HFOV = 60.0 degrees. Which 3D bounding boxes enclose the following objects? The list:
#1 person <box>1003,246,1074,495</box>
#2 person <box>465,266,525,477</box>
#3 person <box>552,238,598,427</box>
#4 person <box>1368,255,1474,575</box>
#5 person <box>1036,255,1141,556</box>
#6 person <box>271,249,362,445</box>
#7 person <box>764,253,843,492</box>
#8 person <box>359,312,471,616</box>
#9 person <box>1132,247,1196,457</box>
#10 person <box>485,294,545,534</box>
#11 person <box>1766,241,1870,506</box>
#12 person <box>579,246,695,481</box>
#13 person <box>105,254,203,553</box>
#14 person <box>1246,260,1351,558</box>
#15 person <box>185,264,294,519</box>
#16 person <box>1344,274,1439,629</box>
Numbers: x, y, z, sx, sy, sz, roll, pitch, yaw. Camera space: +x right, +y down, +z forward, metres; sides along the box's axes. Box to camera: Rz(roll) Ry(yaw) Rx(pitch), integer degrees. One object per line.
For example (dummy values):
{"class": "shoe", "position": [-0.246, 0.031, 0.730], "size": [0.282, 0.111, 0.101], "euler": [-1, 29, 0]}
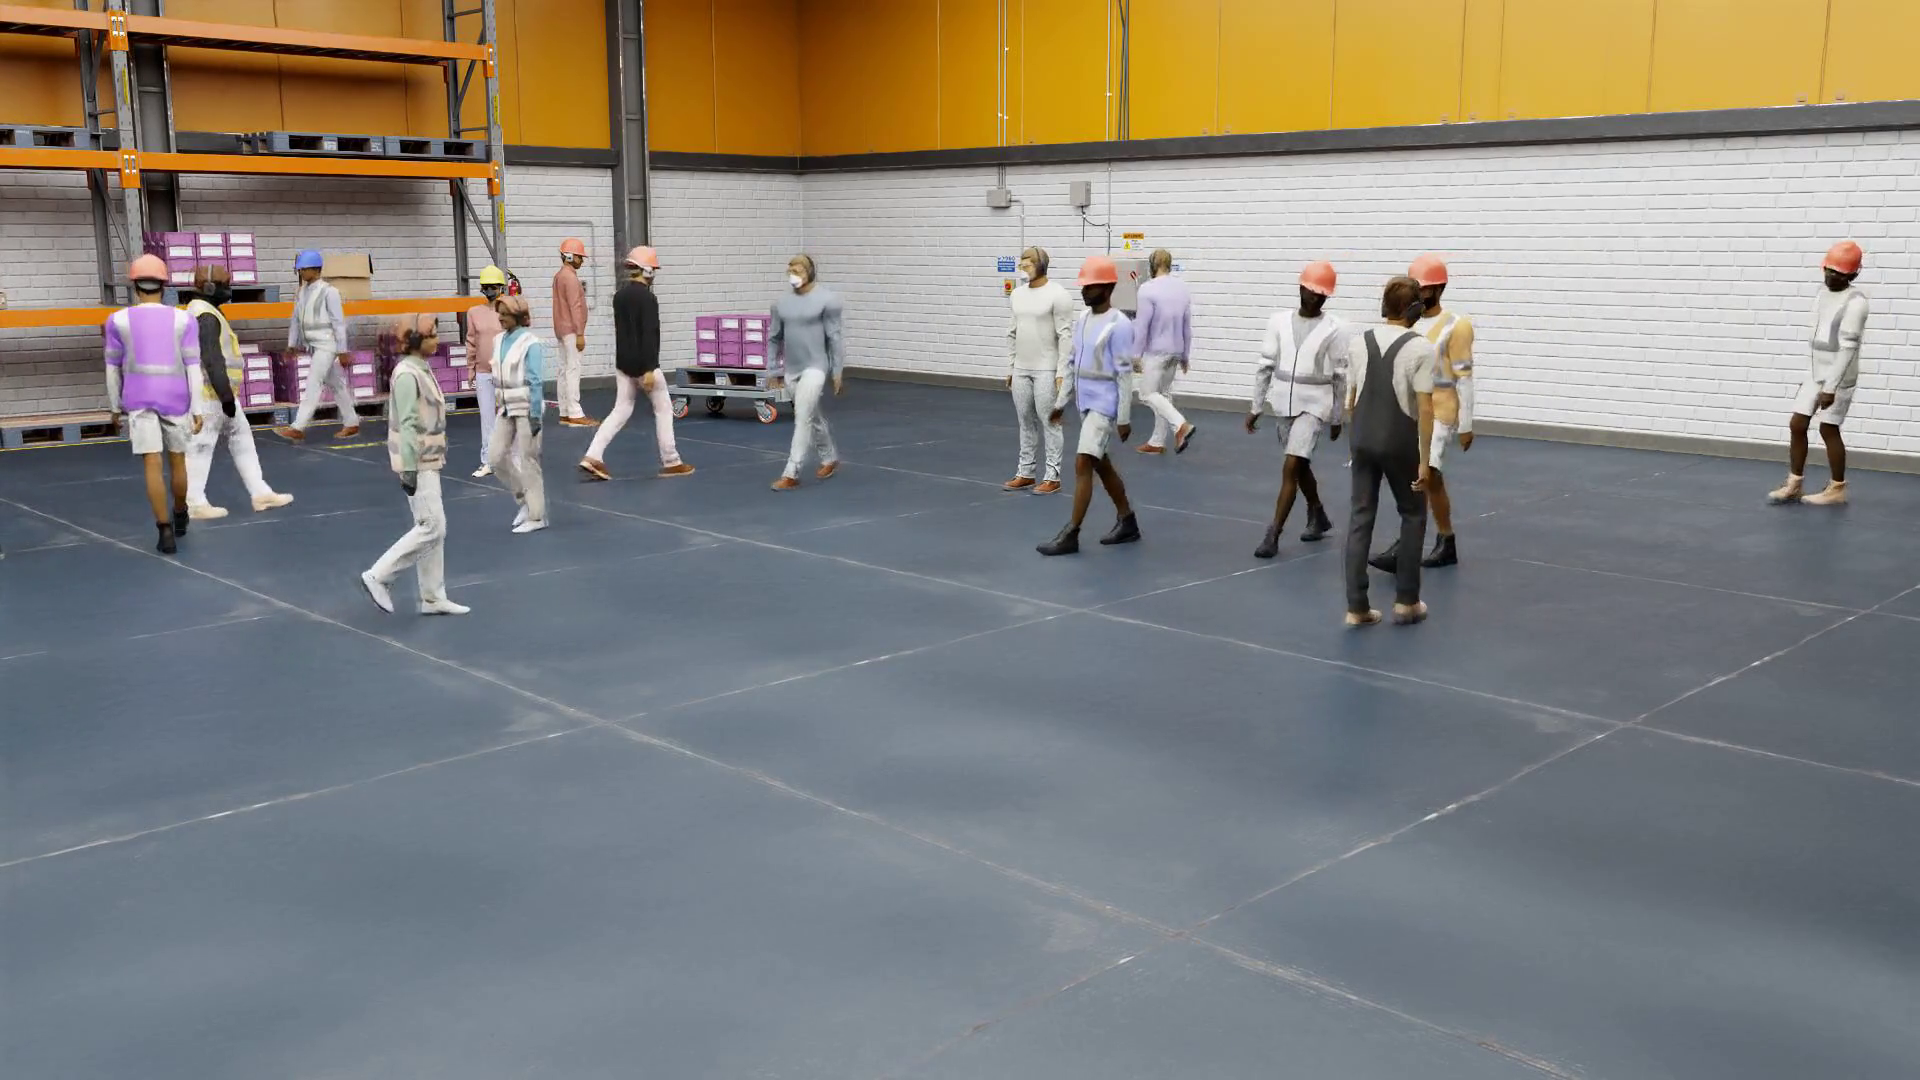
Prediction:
{"class": "person", "position": [0.603, -1.321, 13.031], "size": [0.354, 1.936, 0.636], "euler": [-10, 14, -44]}
{"class": "person", "position": [-3.885, -1.403, 13.933], "size": [0.530, 1.772, 0.303], "euler": [1, 10, 7]}
{"class": "person", "position": [-4.115, -2.198, 17.678], "size": [0.391, 1.986, 0.608], "euler": [-6, 12, -30]}
{"class": "person", "position": [2.717, -0.737, 9.946], "size": [0.926, 1.893, 0.561], "euler": [-5, 12, -27]}
{"class": "person", "position": [0.865, -0.869, 10.678], "size": [0.768, 1.915, 0.550], "euler": [-5, 11, -24]}
{"class": "person", "position": [-6.323, -1.885, 16.251], "size": [0.603, 1.878, 1.036], "euler": [9, 14, 40]}
{"class": "person", "position": [-1.249, -1.374, 13.486], "size": [0.642, 1.893, 1.042], "euler": [6, 12, 29]}
{"class": "person", "position": [-2.880, -0.382, 8.738], "size": [0.456, 1.624, 0.533], "euler": [-2, 11, -9]}
{"class": "person", "position": [1.886, -1.681, 15.054], "size": [0.633, 1.916, 0.655], "euler": [-10, 14, -43]}
{"class": "person", "position": [-3.004, -0.846, 11.280], "size": [0.534, 1.622, 0.372], "euler": [9, 14, 40]}
{"class": "person", "position": [6.372, -1.202, 12.268], "size": [0.672, 1.977, 0.702], "euler": [-1, 10, -6]}
{"class": "person", "position": [-2.719, -1.455, 13.762], "size": [0.996, 1.950, 0.621], "euler": [-10, 14, -43]}
{"class": "person", "position": [-5.243, -0.903, 10.864], "size": [0.562, 1.885, 0.973], "euler": [-5, 12, -26]}
{"class": "person", "position": [2.207, -0.852, 10.697], "size": [0.571, 1.876, 1.008], "euler": [8, 13, 35]}
{"class": "person", "position": [-5.233, -1.061, 11.955], "size": [0.852, 1.807, 0.666], "euler": [-4, 11, -21]}
{"class": "person", "position": [2.242, -0.452, 8.622], "size": [0.540, 1.820, 0.682], "euler": [8, 13, 38]}
